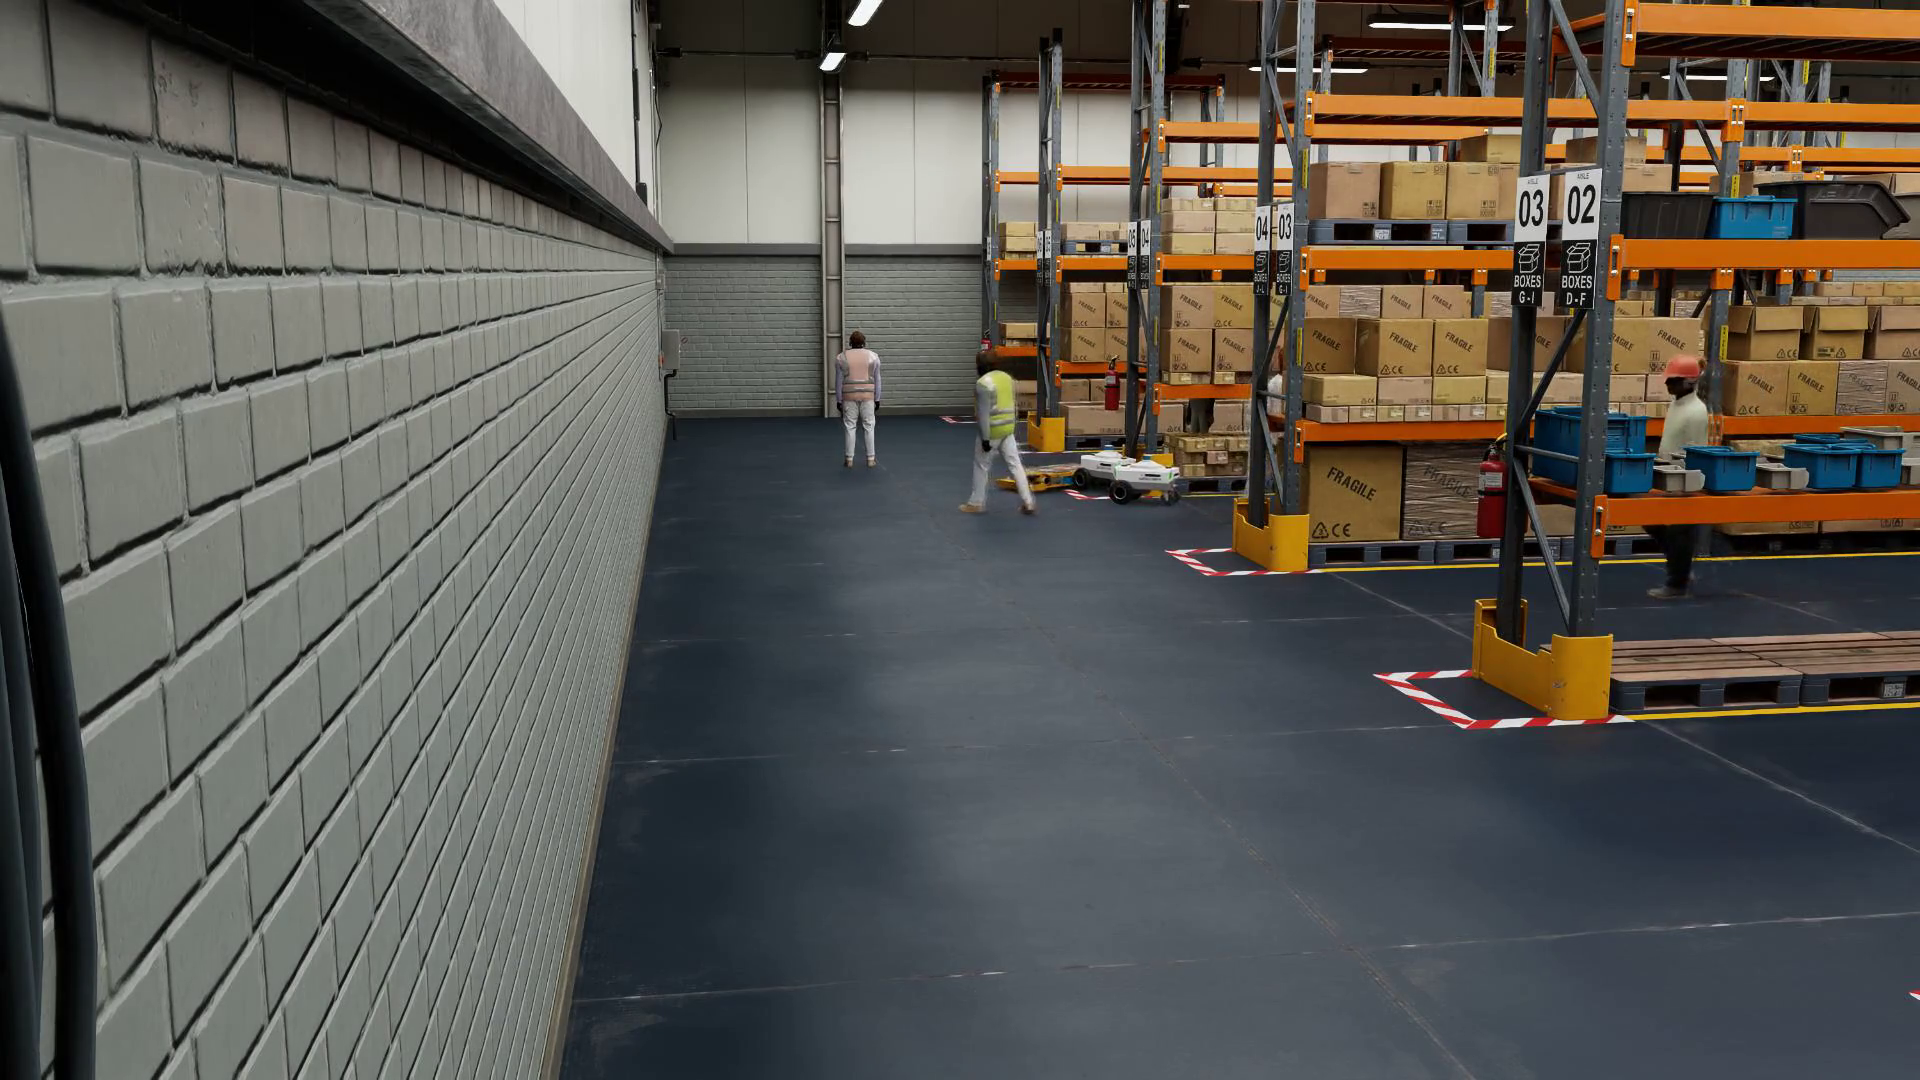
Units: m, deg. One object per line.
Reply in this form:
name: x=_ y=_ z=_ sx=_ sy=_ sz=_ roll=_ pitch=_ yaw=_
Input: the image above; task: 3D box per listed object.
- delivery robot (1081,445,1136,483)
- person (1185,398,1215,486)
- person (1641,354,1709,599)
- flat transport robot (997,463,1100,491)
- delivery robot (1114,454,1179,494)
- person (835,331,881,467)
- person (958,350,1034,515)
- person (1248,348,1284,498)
delivery robot: x=1.784 y=-0.896 z=19.953 sx=0.477 sy=0.478 sz=0.707 roll=-8 pitch=12 yaw=-39
person: x=2.960 y=-1.594 z=20.548 sx=0.333 sy=1.860 sz=0.510 roll=-5 pitch=10 yaw=-26
person: x=5.755 y=-0.495 z=13.364 sx=0.435 sy=1.982 sz=0.642 roll=1 pitch=9 yaw=4
flat transport robot: x=1.208 y=-0.782 z=20.414 sx=1.431 sy=0.197 sz=0.652 roll=-7 pitch=12 yaw=-38
delivery robot: x=2.122 y=-0.731 z=18.936 sx=0.707 sy=0.478 sz=0.477 roll=4 pitch=10 yaw=22
person: x=-1.380 y=-1.906 z=22.519 sx=0.626 sy=1.844 sz=0.429 roll=-1 pitch=9 yaw=-9
person: x=0.442 y=-1.155 z=18.060 sx=0.882 sy=1.799 sz=0.659 roll=8 pitch=12 yaw=40
person: x=3.446 y=-1.076 z=17.393 sx=0.971 sy=1.833 sz=0.591 roll=0 pitch=9 yaw=-1
